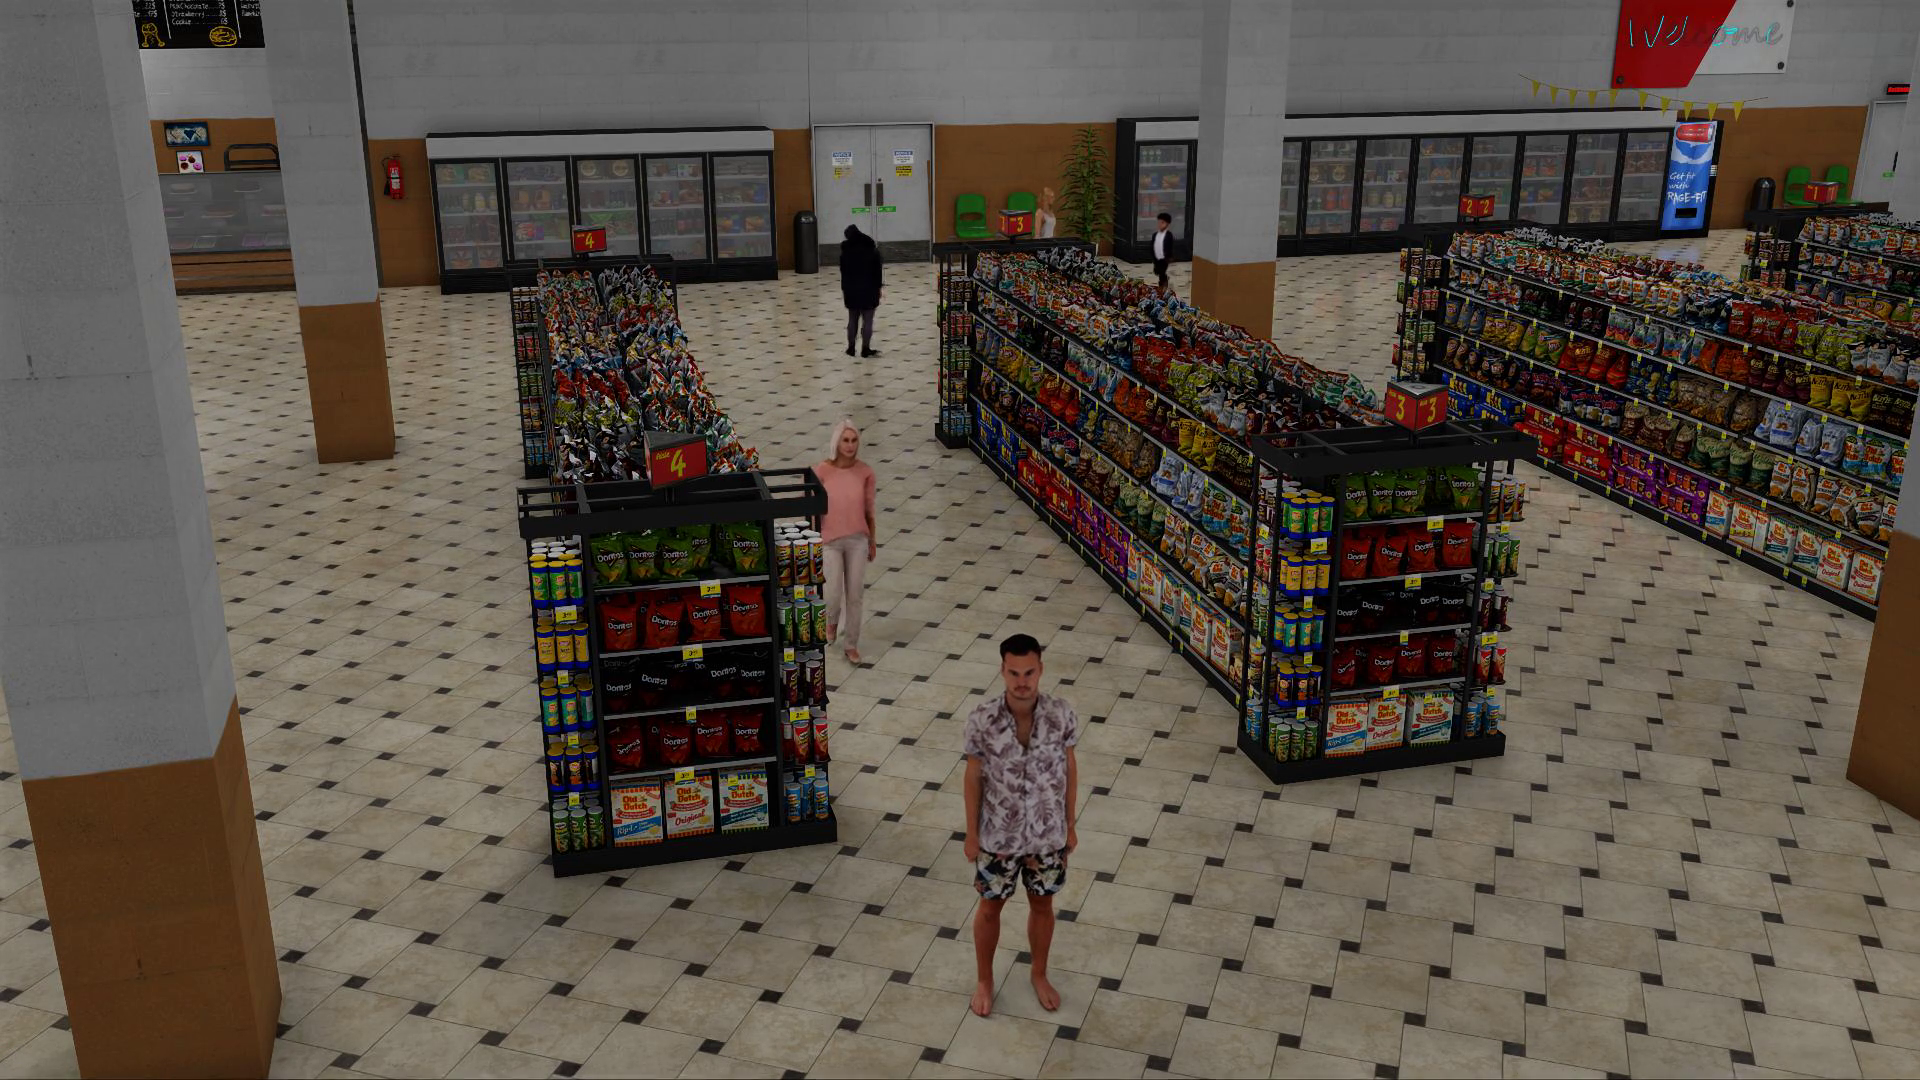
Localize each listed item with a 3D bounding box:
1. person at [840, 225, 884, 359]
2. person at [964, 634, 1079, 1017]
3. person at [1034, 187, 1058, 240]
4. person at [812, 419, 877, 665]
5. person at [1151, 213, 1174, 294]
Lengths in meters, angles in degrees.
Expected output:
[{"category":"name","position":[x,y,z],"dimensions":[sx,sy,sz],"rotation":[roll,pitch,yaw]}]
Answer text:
[{"category":"person","position":[-1.211,-3.089,20.647],"dimensions":[0.791,1.653,0.802],"rotation":[8,20,23]},{"category":"person","position":[0.270,1.263,7.486],"dimensions":[0.694,1.814,0.588],"rotation":[-2,19,-7]},{"category":"person","position":[1.143,-4.281,24.187],"dimensions":[0.924,1.650,0.873],"rotation":[9,20,24]},{"category":"person","position":[-0.814,-0.008,11.416],"dimensions":[0.589,1.712,0.674],"rotation":[-5,19,-14]},{"category":"person","position":[3.044,-4.277,24.856],"dimensions":[0.773,1.215,0.798],"rotation":[15,23,37]}]
